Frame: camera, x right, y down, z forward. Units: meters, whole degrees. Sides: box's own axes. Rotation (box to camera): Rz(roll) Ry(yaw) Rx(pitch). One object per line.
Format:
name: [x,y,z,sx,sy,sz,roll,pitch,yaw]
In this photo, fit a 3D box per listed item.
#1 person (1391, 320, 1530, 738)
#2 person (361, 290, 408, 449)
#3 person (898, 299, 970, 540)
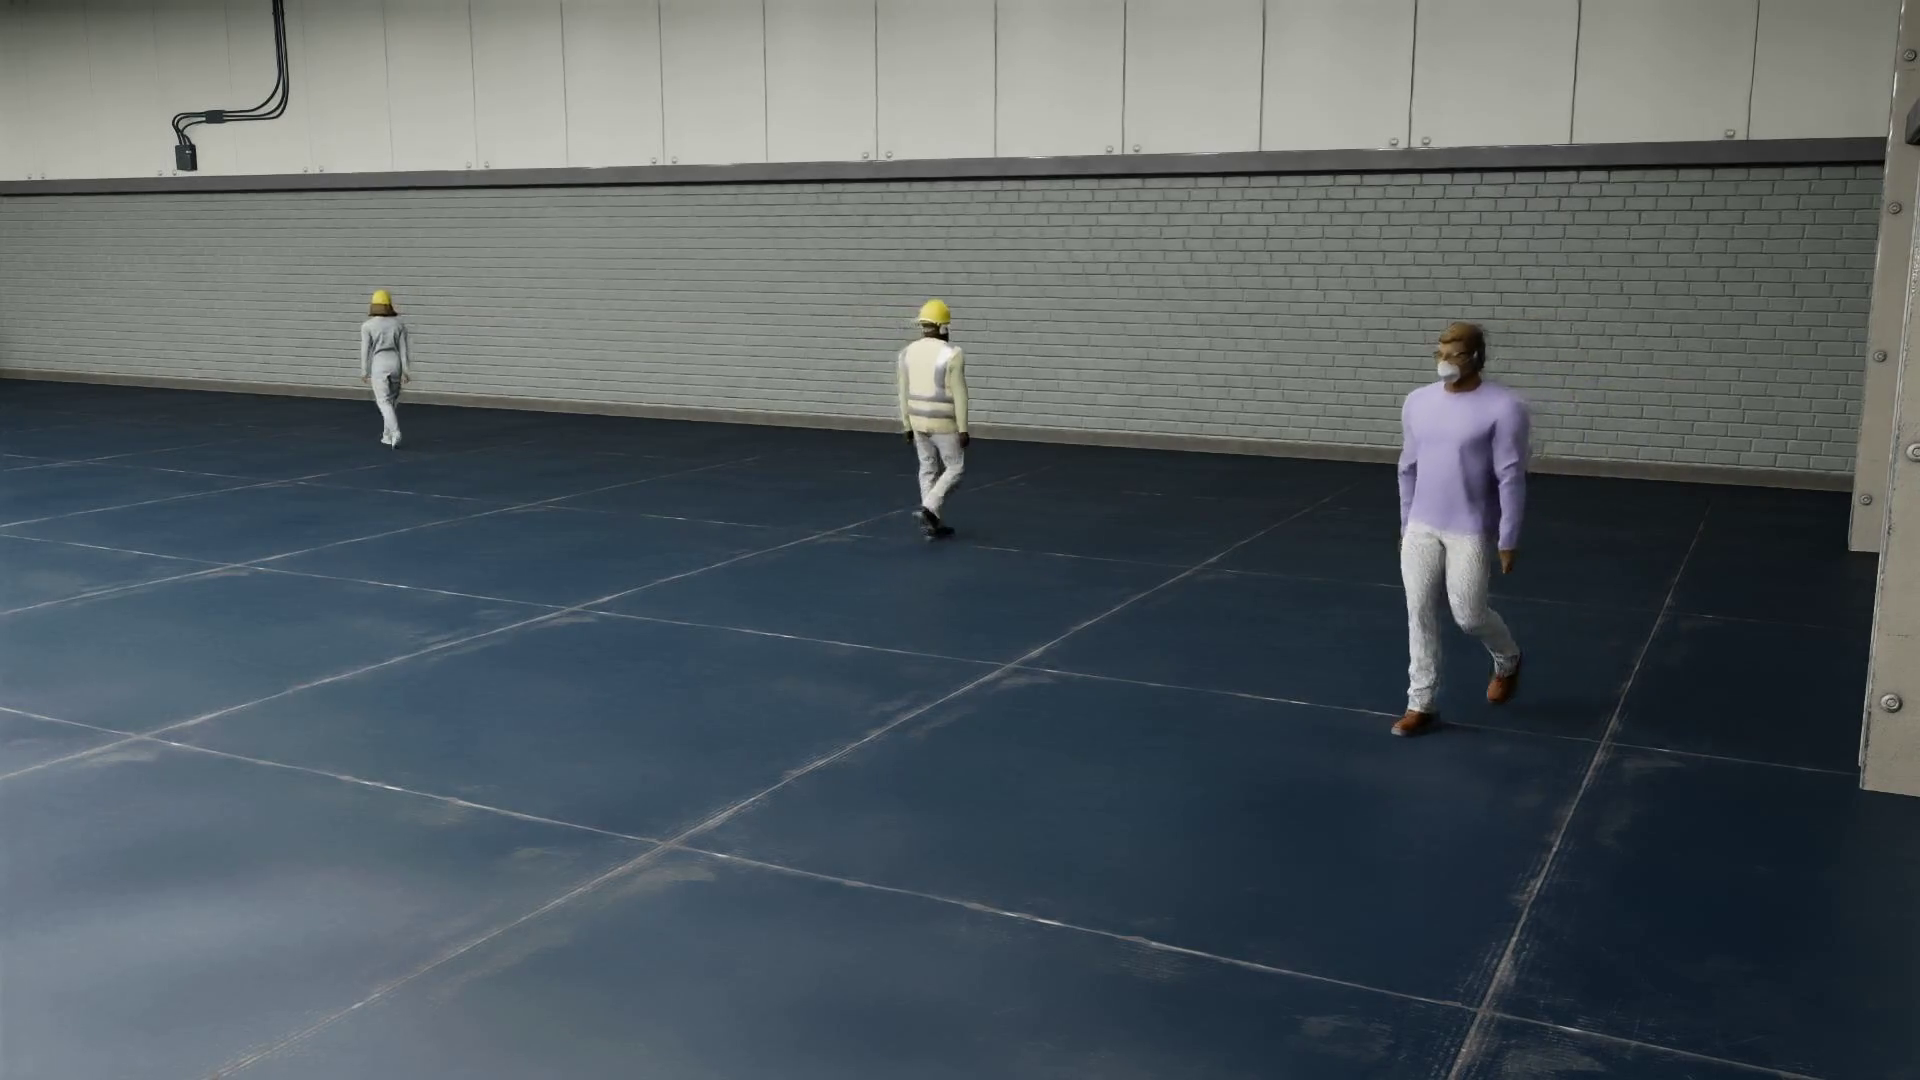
person: [2.342,-0.061,7.726,0.779,1.918,0.633,-9,14,-40]
person: [-6.219,-1.856,18.063,0.494,1.717,0.805,-8,13,-37]
person: [-0.196,-0.879,12.430,0.611,1.821,0.490,8,13,36]
